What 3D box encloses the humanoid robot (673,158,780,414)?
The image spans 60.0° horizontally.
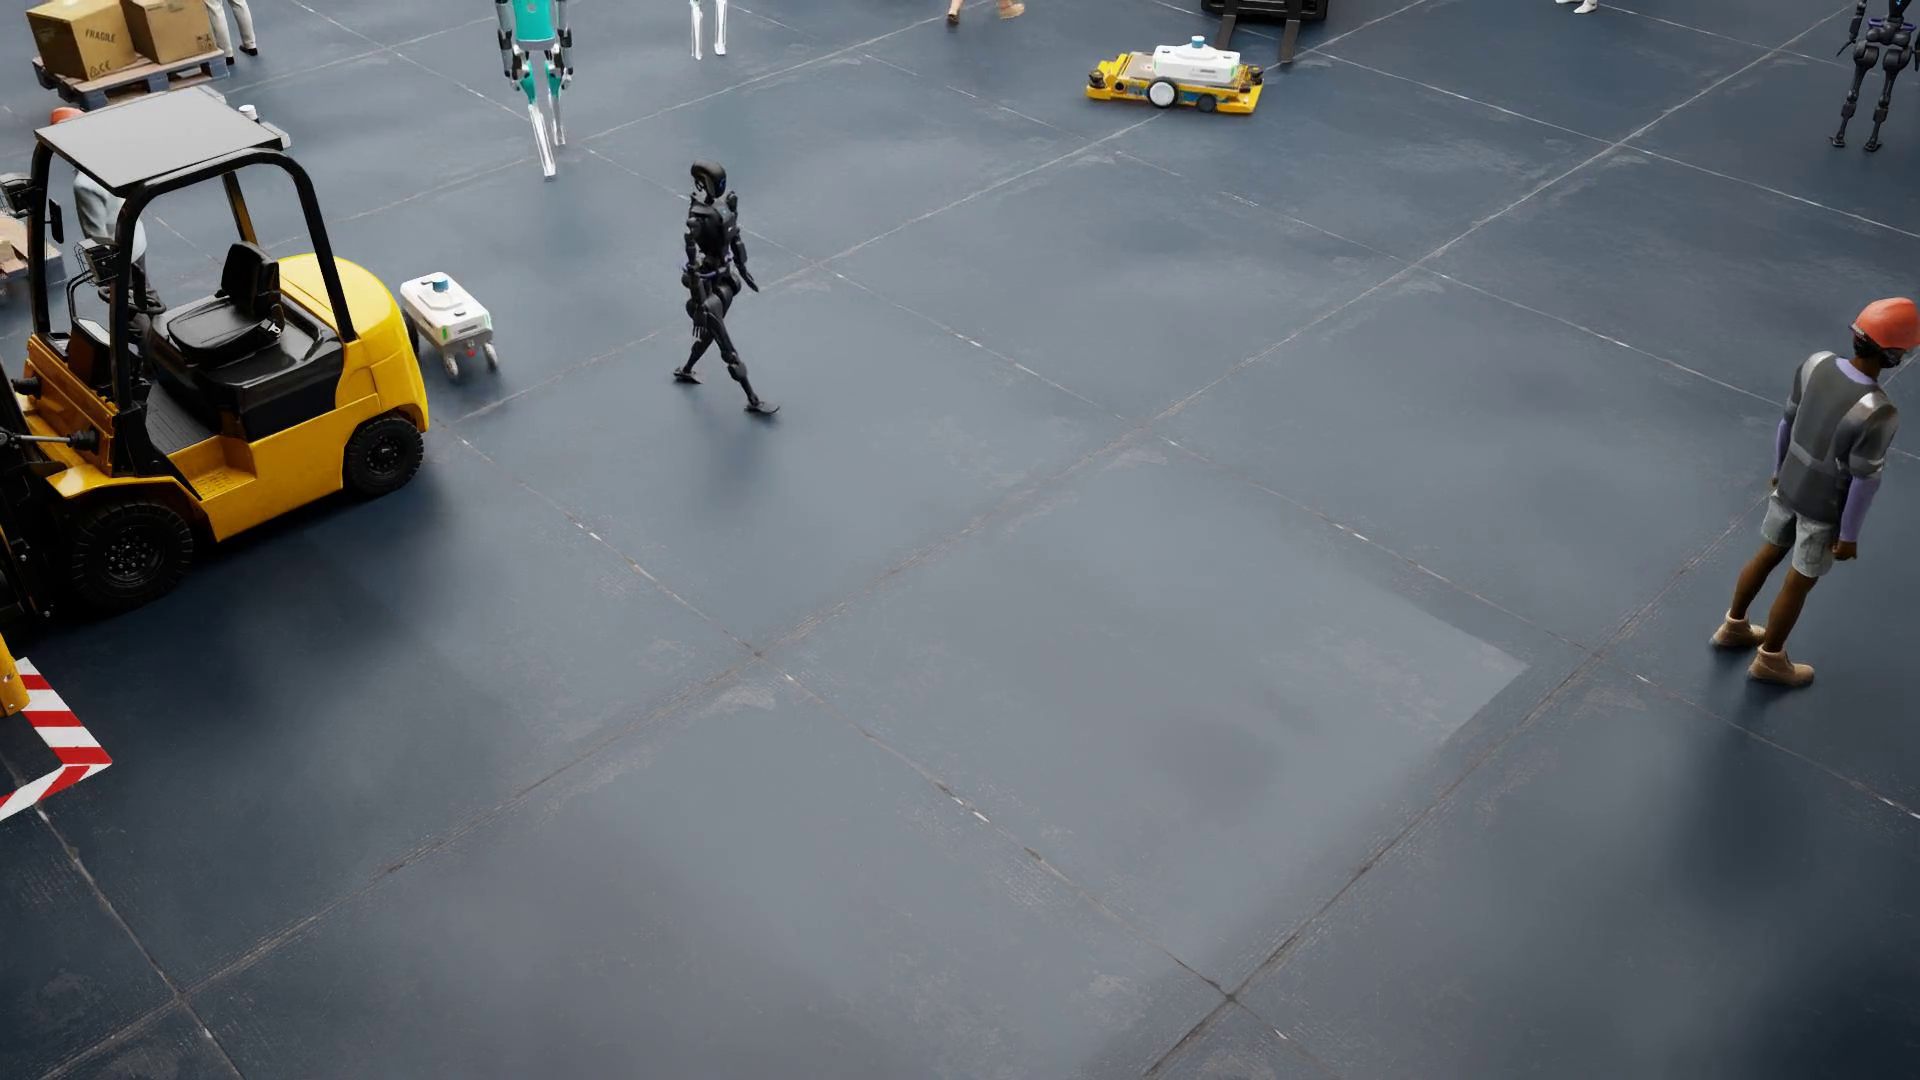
[{"bbox_3d":[-1.459,-1.540,9.940,0.850,1.621,0.597,15,39,20],"label":"humanoid robot"}]

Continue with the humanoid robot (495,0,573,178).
[{"bbox_3d":[-3.221,-3.691,12.737,0.559,1.801,0.933,-8,38,-11],"label":"humanoid robot"}]

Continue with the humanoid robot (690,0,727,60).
[{"bbox_3d":[-2.229,-5.157,14.661,0.533,1.787,0.670,-8,37,-10],"label":"humanoid robot"}]

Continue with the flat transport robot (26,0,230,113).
[{"bbox_3d":[-6.952,-3.785,14.063,1.431,0.231,0.659,30,46,34],"label":"flat transport robot"}]

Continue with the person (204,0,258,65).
[{"bbox_3d":[-6.543,-5.058,14.503,0.384,1.784,0.535,22,42,27],"label":"person"}]

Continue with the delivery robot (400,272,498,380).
[{"bbox_3d":[-3.294,-1.416,10.666,0.499,0.610,0.813,-25,43,-29],"label":"delivery robot"}]

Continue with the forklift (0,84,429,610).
[{"bbox_3d":[-4.145,-1.093,8.856,2.313,2.155,1.214,-31,47,-34],"label":"forklift"}]

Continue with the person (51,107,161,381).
[{"bbox_3d":[-5.181,-1.808,10.187,0.345,1.740,0.572,-3,37,-4],"label":"person"}]

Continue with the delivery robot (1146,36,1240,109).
[{"bbox_3d":[1.954,-3.950,14.062,0.786,0.614,0.525,9,38,12],"label":"delivery robot"}]

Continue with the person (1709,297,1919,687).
[{"bbox_3d":[4.047,-0.214,7.812,0.404,2.045,0.617,-7,37,-9],"label":"person"}]

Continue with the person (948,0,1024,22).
[{"bbox_3d":[0.239,-5.607,15.288,0.574,1.767,0.691,23,42,27],"label":"person"}]

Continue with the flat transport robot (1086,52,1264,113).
[{"bbox_3d":[1.847,-3.922,14.247,1.431,0.231,0.659,9,38,12],"label":"flat transport robot"}]

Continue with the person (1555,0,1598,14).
[{"bbox_3d":[5.986,-5.795,15.606,0.311,1.641,0.512,-8,38,-11],"label":"person"}]

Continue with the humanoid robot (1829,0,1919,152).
[{"bbox_3d":[7.237,-3.896,13.023,0.599,1.657,0.315,17,40,22],"label":"humanoid robot"}]

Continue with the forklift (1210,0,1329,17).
[{"bbox_3d":[3.106,-6.400,15.960,1.214,2.155,2.313,8,37,10],"label":"forklift"}]
